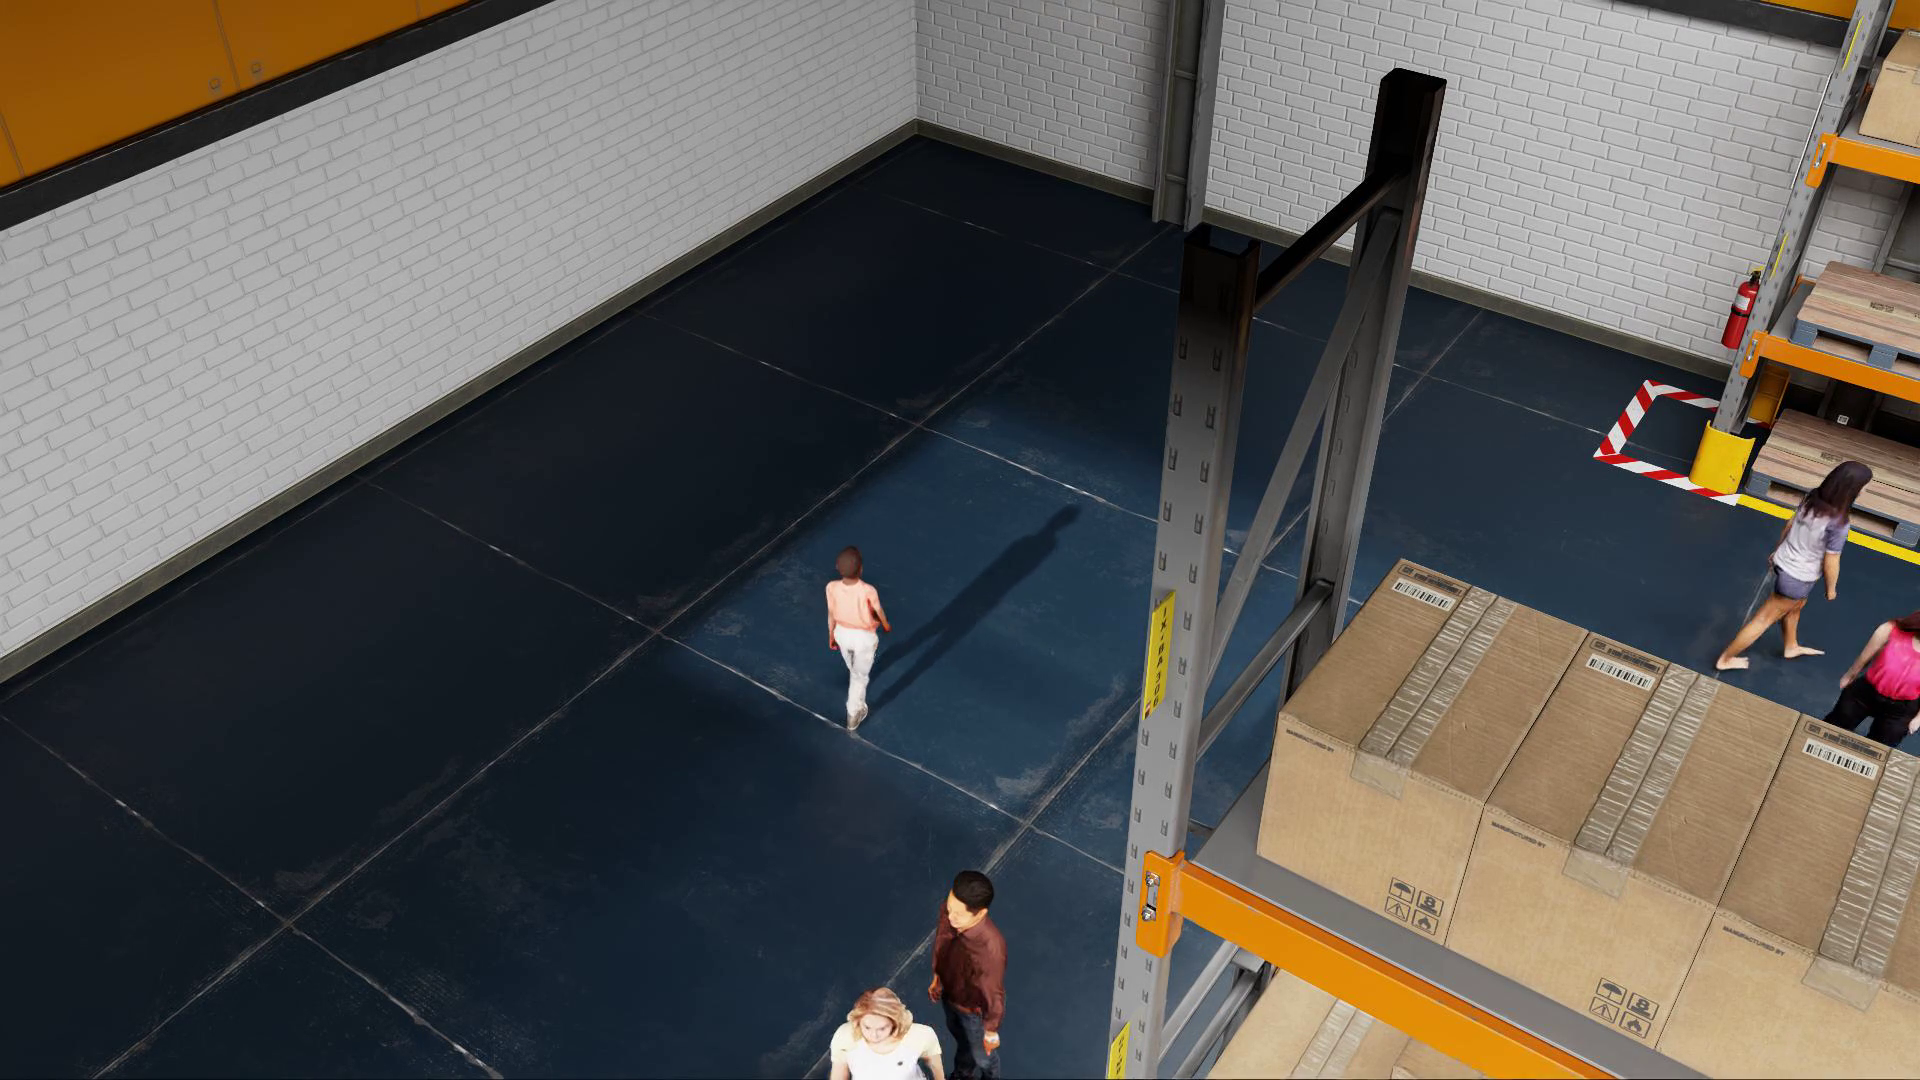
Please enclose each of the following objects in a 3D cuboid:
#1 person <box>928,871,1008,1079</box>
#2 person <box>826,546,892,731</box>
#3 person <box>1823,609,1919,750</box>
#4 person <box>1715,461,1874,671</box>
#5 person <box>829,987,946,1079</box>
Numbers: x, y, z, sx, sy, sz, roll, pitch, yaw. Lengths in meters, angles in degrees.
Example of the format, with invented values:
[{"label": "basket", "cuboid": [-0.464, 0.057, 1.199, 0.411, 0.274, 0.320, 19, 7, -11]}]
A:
[{"label": "person", "cuboid": [0.071, 2.171, 7.892, 0.766, 1.777, 0.599, -22, 43, -25]}, {"label": "person", "cuboid": [-0.654, 0.625, 10.222, 0.806, 1.286, 0.663, 13, 40, 16]}, {"label": "person", "cuboid": [5.264, 0.915, 9.582, 0.833, 1.631, 0.507, -31, 48, -33]}, {"label": "person", "cuboid": [5.150, 0.223, 10.394, 1.045, 1.699, 0.928, -2, 39, -2]}, {"label": "person", "cuboid": [-0.321, 2.479, 7.585, 1.140, 1.678, 1.098, 1, 39, 1]}]
